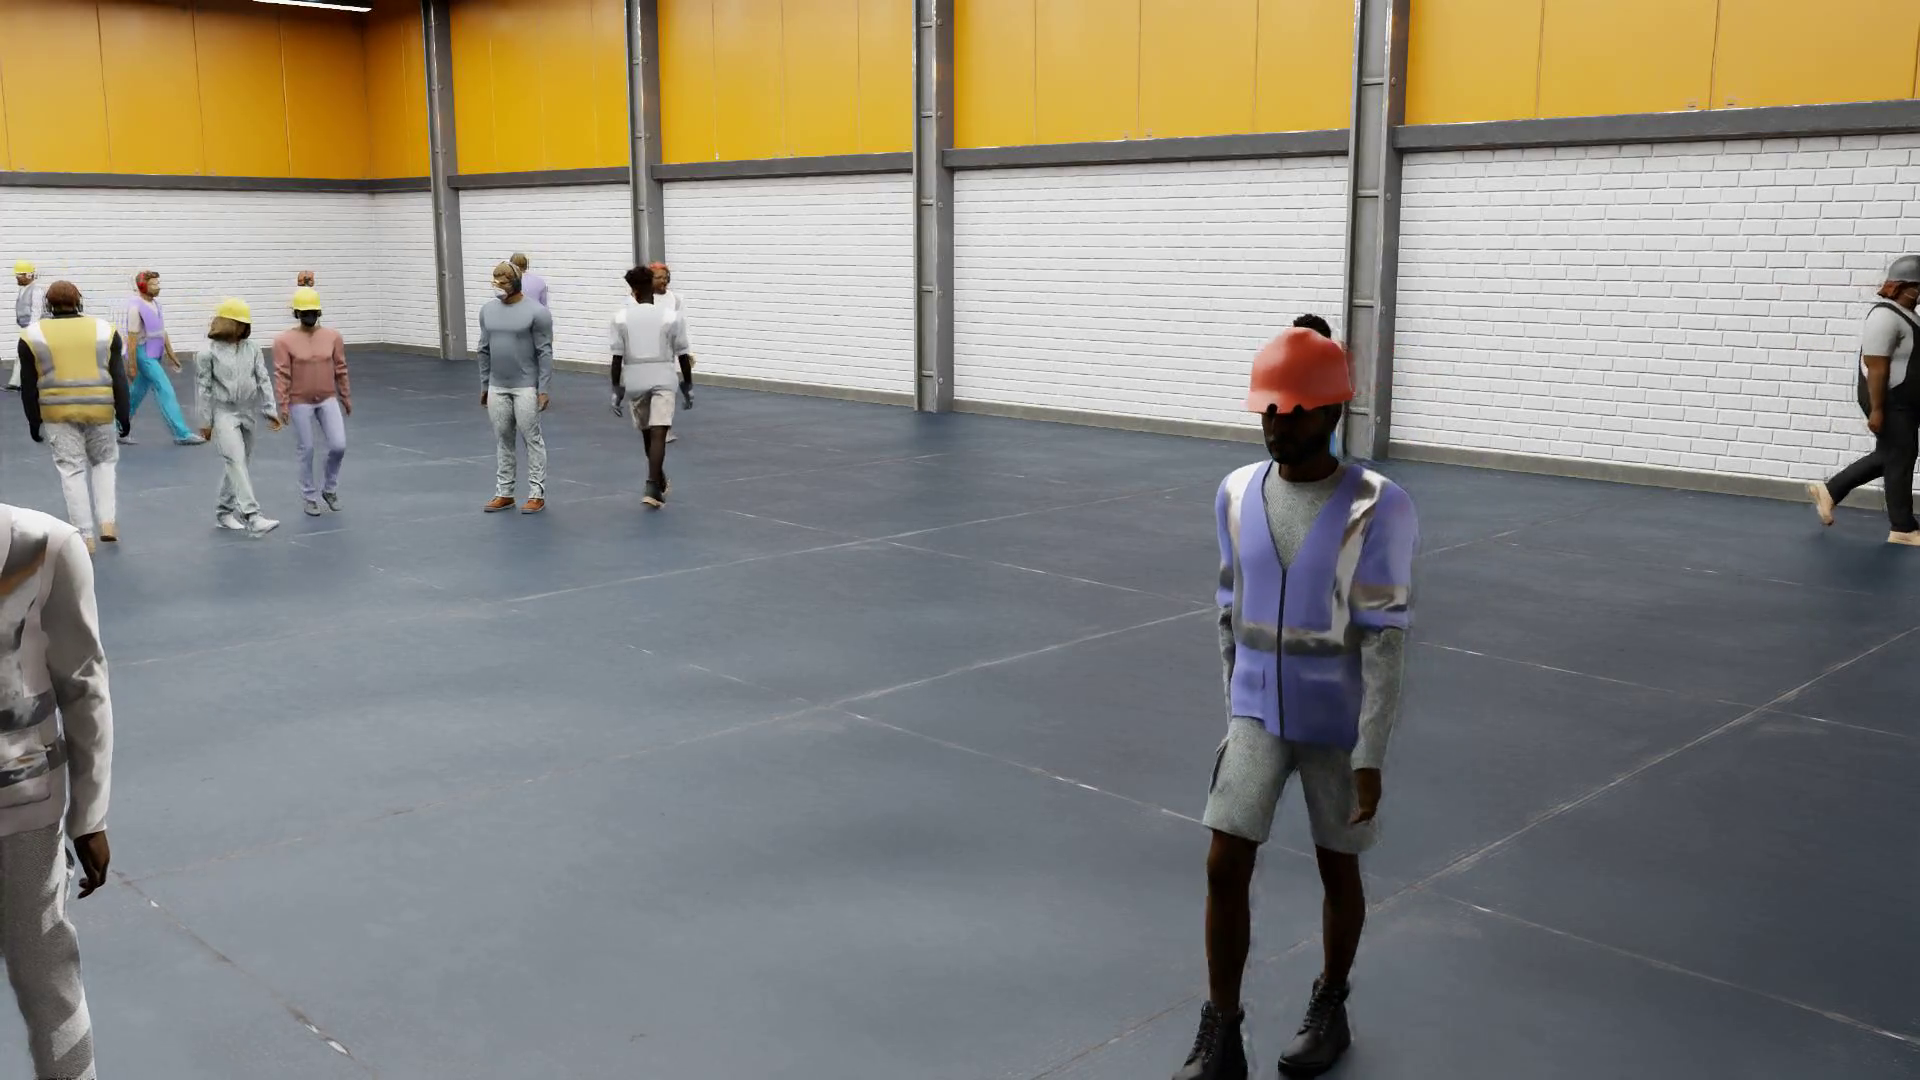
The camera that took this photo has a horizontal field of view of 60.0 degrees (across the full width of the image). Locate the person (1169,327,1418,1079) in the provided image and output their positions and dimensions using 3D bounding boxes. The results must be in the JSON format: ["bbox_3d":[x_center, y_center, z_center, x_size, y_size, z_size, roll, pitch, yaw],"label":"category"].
[{"bbox_3d":[0.790,0.452,4.023,0.551,1.905,0.792,7,13,35],"label":"person"}]

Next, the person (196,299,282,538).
[{"bbox_3d":[-5.120,-0.864,11.848,0.903,1.681,0.482,6,12,29],"label":"person"}]

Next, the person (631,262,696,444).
[{"bbox_3d":[-3.025,-1.903,17.040,0.594,1.844,0.889,-7,13,-35],"label":"person"}]

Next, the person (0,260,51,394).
[{"bbox_3d":[-12.538,-2.841,22.305,0.604,1.788,0.881,9,14,41],"label":"person"}]

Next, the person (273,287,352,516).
[{"bbox_3d":[-4.897,-1.041,12.624,0.592,1.741,0.456,-9,13,-39],"label":"person"}]

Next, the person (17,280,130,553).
[{"bbox_3d":[-5.981,-0.837,11.265,0.640,1.828,0.539,-6,12,-32],"label":"person"}]

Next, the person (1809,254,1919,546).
[{"bbox_3d":[6.455,-1.003,11.614,0.835,2.000,0.692,9,14,40],"label":"person"}]

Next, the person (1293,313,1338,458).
[{"bbox_3d":[2.074,-0.476,9.691,0.545,1.685,0.545,0,10,2],"label":"person"}]

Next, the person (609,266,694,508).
[{"bbox_3d":[-2.466,-1.224,13.231,0.616,1.901,1.046,1,10,4],"label":"person"}]

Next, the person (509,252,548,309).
[{"bbox_3d":[-5.449,-2.595,20.613,0.661,1.921,0.545,-10,14,-44],"label":"person"}]

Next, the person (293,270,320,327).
[{"bbox_3d":[-9.198,-2.973,23.460,0.517,1.636,0.314,8,13,37],"label":"person"}]

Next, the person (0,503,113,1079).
[{"bbox_3d":[-2.058,0.575,3.442,0.576,1.881,0.354,-1,10,-8],"label":"person"}]

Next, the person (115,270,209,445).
[{"bbox_3d":[-8.238,-1.832,16.867,1.017,1.790,0.567,-2,11,-9],"label":"person"}]

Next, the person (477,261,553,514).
[{"bbox_3d":[-3.421,-1.165,12.790,0.627,1.934,0.370,3,11,17],"label":"person"}]
